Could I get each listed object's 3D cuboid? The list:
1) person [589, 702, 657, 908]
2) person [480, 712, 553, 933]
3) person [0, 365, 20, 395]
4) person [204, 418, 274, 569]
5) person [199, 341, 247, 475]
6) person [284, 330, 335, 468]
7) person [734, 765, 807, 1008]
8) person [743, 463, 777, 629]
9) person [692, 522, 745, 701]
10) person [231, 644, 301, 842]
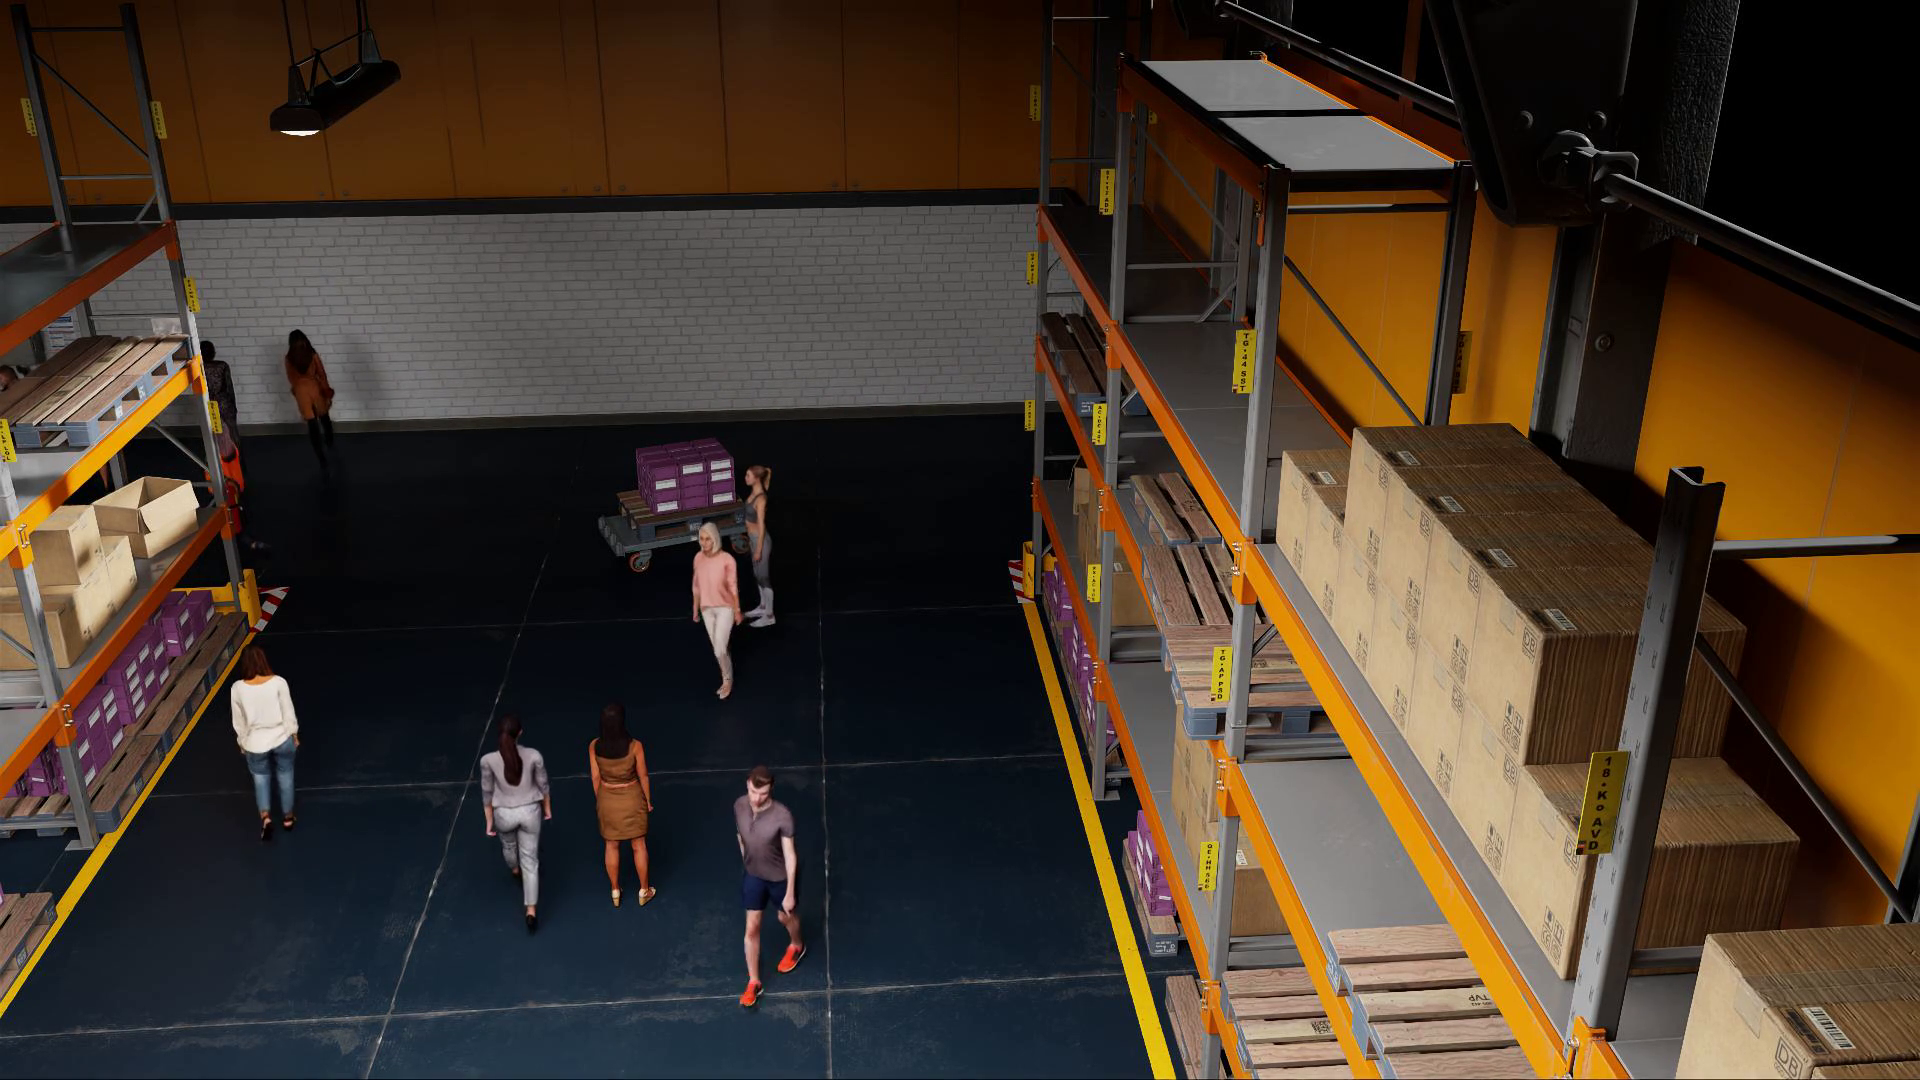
[{"bbox_3d":[-2.482,1.942,12.209,0.580,1.690,0.522,0,24,0],"label":"person"},{"bbox_3d":[-3.181,2.071,11.995,0.727,1.625,1.122,-6,24,-13],"label":"person"},{"bbox_3d":[-10.909,-1.283,19.596,0.914,1.682,1.019,15,28,31],"label":"person"},{"bbox_3d":[-7.697,-0.467,17.664,0.839,1.735,0.927,5,24,11],"label":"person"},{"bbox_3d":[-9.048,-1.608,20.299,0.664,1.714,0.696,-18,29,-35],"label":"person"},{"bbox_3d":[-8.051,-1.696,20.563,0.898,1.663,1.250,-7,25,-15],"label":"person"},{"bbox_3d":[-1.262,2.242,11.371,0.952,1.811,1.143,12,26,25],"label":"person"},{"bbox_3d":[-1.981,0.039,16.544,0.668,1.704,0.555,-7,25,-16],"label":"person"},{"bbox_3d":[-2.172,0.604,15.237,0.739,1.714,0.770,11,26,24],"label":"person"},{"bbox_3d":[-5.402,1.616,12.984,0.696,1.666,0.836,-6,24,-14],"label":"person"}]
